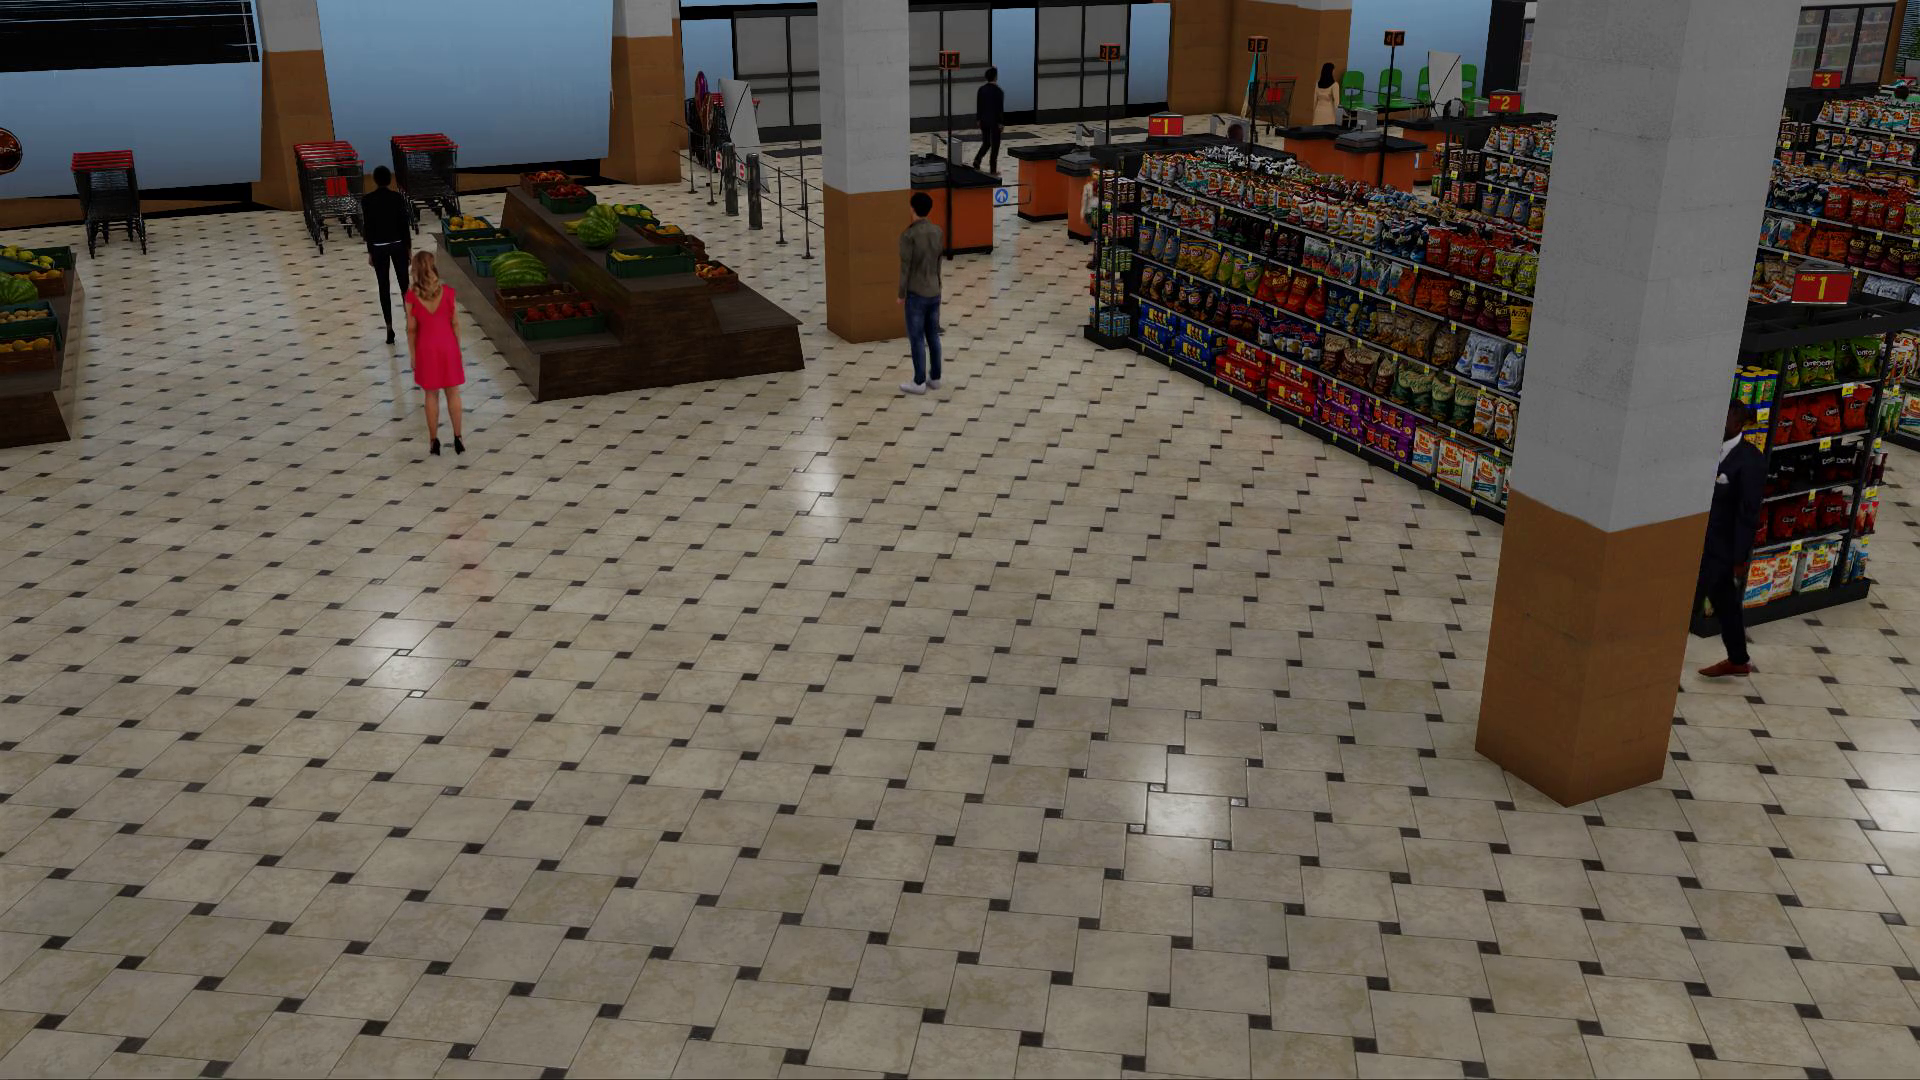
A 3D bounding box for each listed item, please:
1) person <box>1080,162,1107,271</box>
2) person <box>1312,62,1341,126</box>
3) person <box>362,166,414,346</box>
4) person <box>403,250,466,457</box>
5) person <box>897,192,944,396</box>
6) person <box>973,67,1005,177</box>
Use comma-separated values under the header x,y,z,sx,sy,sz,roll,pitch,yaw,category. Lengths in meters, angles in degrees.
x,y,z,sx,sy,sz,roll,pitch,yaw,category
1.686,-3.965,20.371,0.835,1.293,0.888,8,23,19,person
6.016,-6.995,27.389,0.755,1.682,0.582,-20,29,-40,person
-5.842,-2.920,17.047,0.596,1.832,0.507,-9,24,-22,person
-4.314,-1.544,13.764,0.598,1.727,0.569,-7,23,-17,person
-0.347,-2.284,15.420,0.720,1.864,0.778,20,29,40,person
0.439,-6.565,26.283,0.976,1.710,0.973,14,26,31,person
